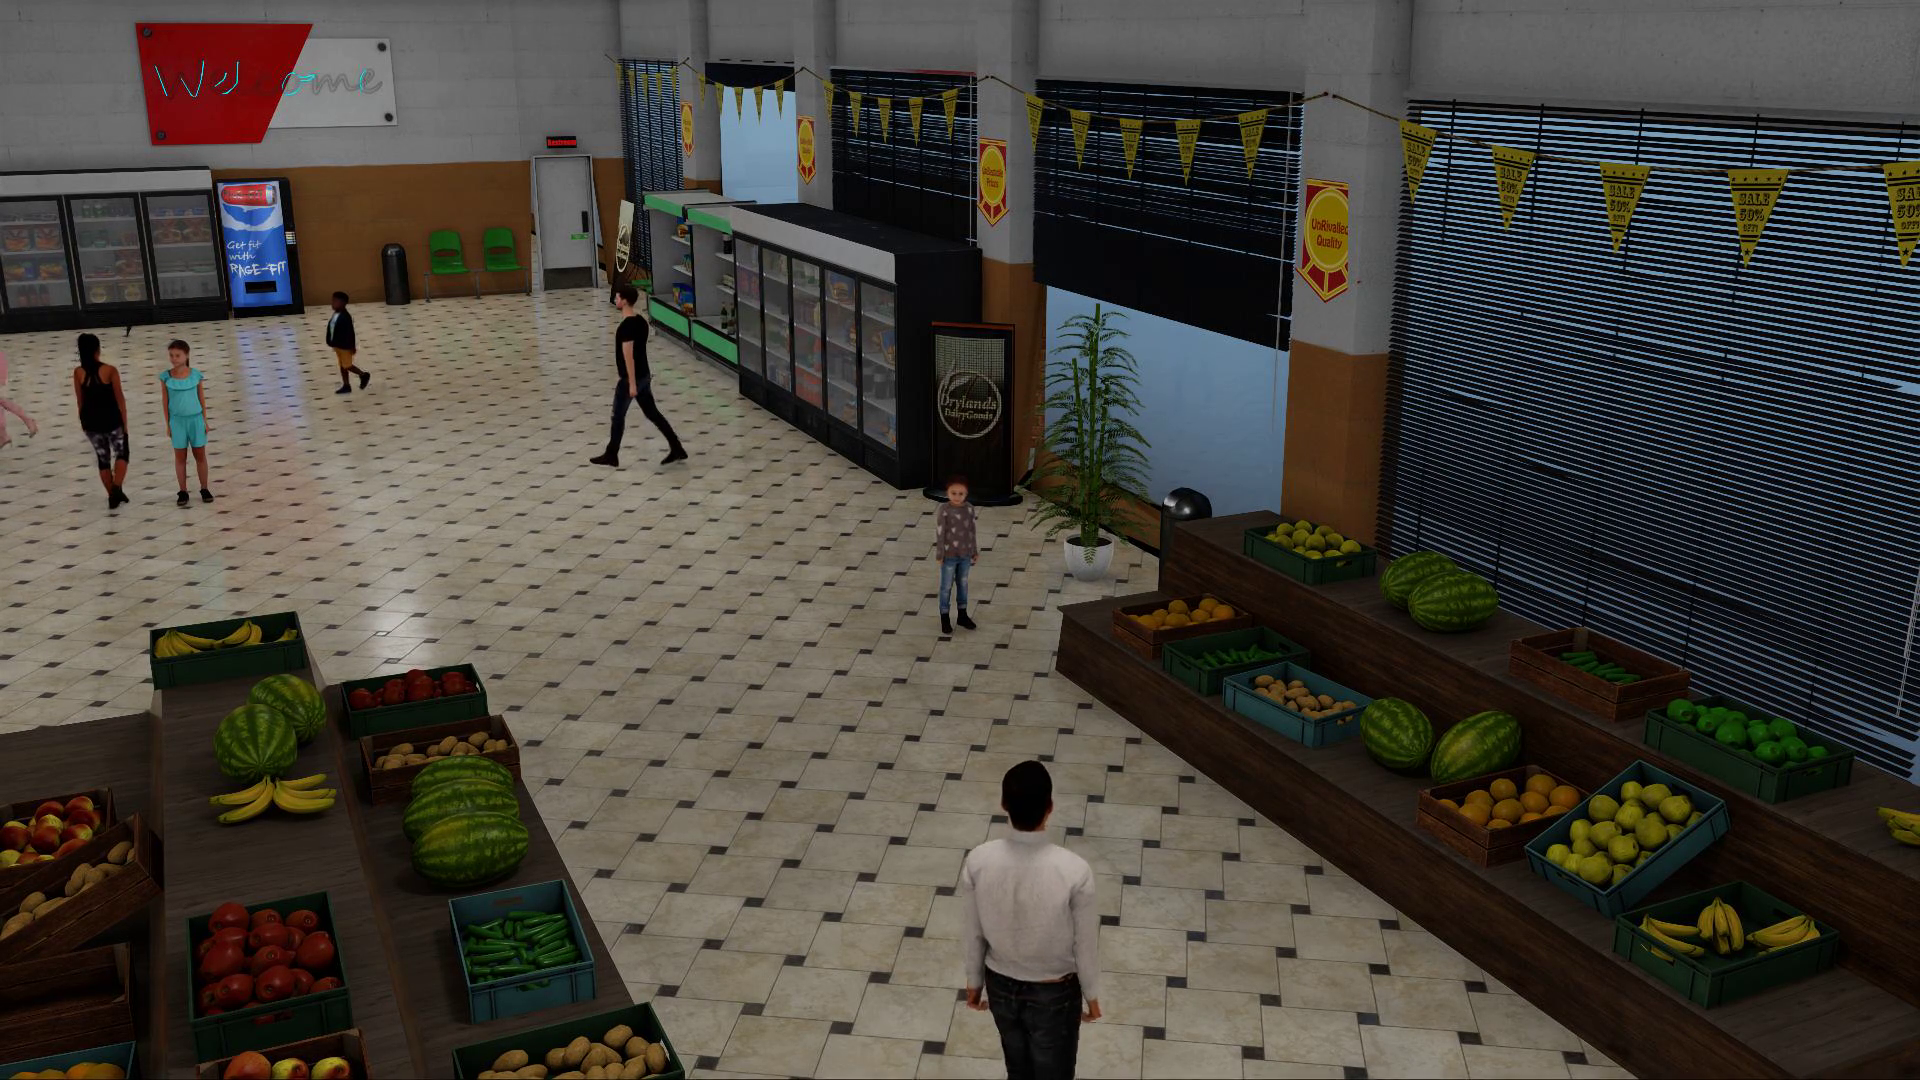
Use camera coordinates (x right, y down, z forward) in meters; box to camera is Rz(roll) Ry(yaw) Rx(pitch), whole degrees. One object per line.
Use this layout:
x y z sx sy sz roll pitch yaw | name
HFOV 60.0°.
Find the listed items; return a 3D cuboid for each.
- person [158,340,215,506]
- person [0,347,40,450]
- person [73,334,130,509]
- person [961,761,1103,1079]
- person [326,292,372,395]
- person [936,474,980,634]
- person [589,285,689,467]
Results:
-7.289 -1.121 15.678 0.542 1.557 0.521 -7 18 -22 | person
-10.141 -1.806 17.556 0.853 1.776 0.846 -2 17 -5 | person
-7.960 -1.073 15.389 0.664 1.632 0.706 -3 17 -8 | person
0.243 1.688 6.025 1.078 1.791 1.121 6 18 20 | person
-7.550 -2.433 20.507 0.699 1.262 0.708 15 23 41 | person
-0.028 0.082 12.344 0.474 1.193 0.463 -7 18 -22 | person
-3.178 -1.604 16.767 1.223 1.849 1.280 3 17 9 | person
